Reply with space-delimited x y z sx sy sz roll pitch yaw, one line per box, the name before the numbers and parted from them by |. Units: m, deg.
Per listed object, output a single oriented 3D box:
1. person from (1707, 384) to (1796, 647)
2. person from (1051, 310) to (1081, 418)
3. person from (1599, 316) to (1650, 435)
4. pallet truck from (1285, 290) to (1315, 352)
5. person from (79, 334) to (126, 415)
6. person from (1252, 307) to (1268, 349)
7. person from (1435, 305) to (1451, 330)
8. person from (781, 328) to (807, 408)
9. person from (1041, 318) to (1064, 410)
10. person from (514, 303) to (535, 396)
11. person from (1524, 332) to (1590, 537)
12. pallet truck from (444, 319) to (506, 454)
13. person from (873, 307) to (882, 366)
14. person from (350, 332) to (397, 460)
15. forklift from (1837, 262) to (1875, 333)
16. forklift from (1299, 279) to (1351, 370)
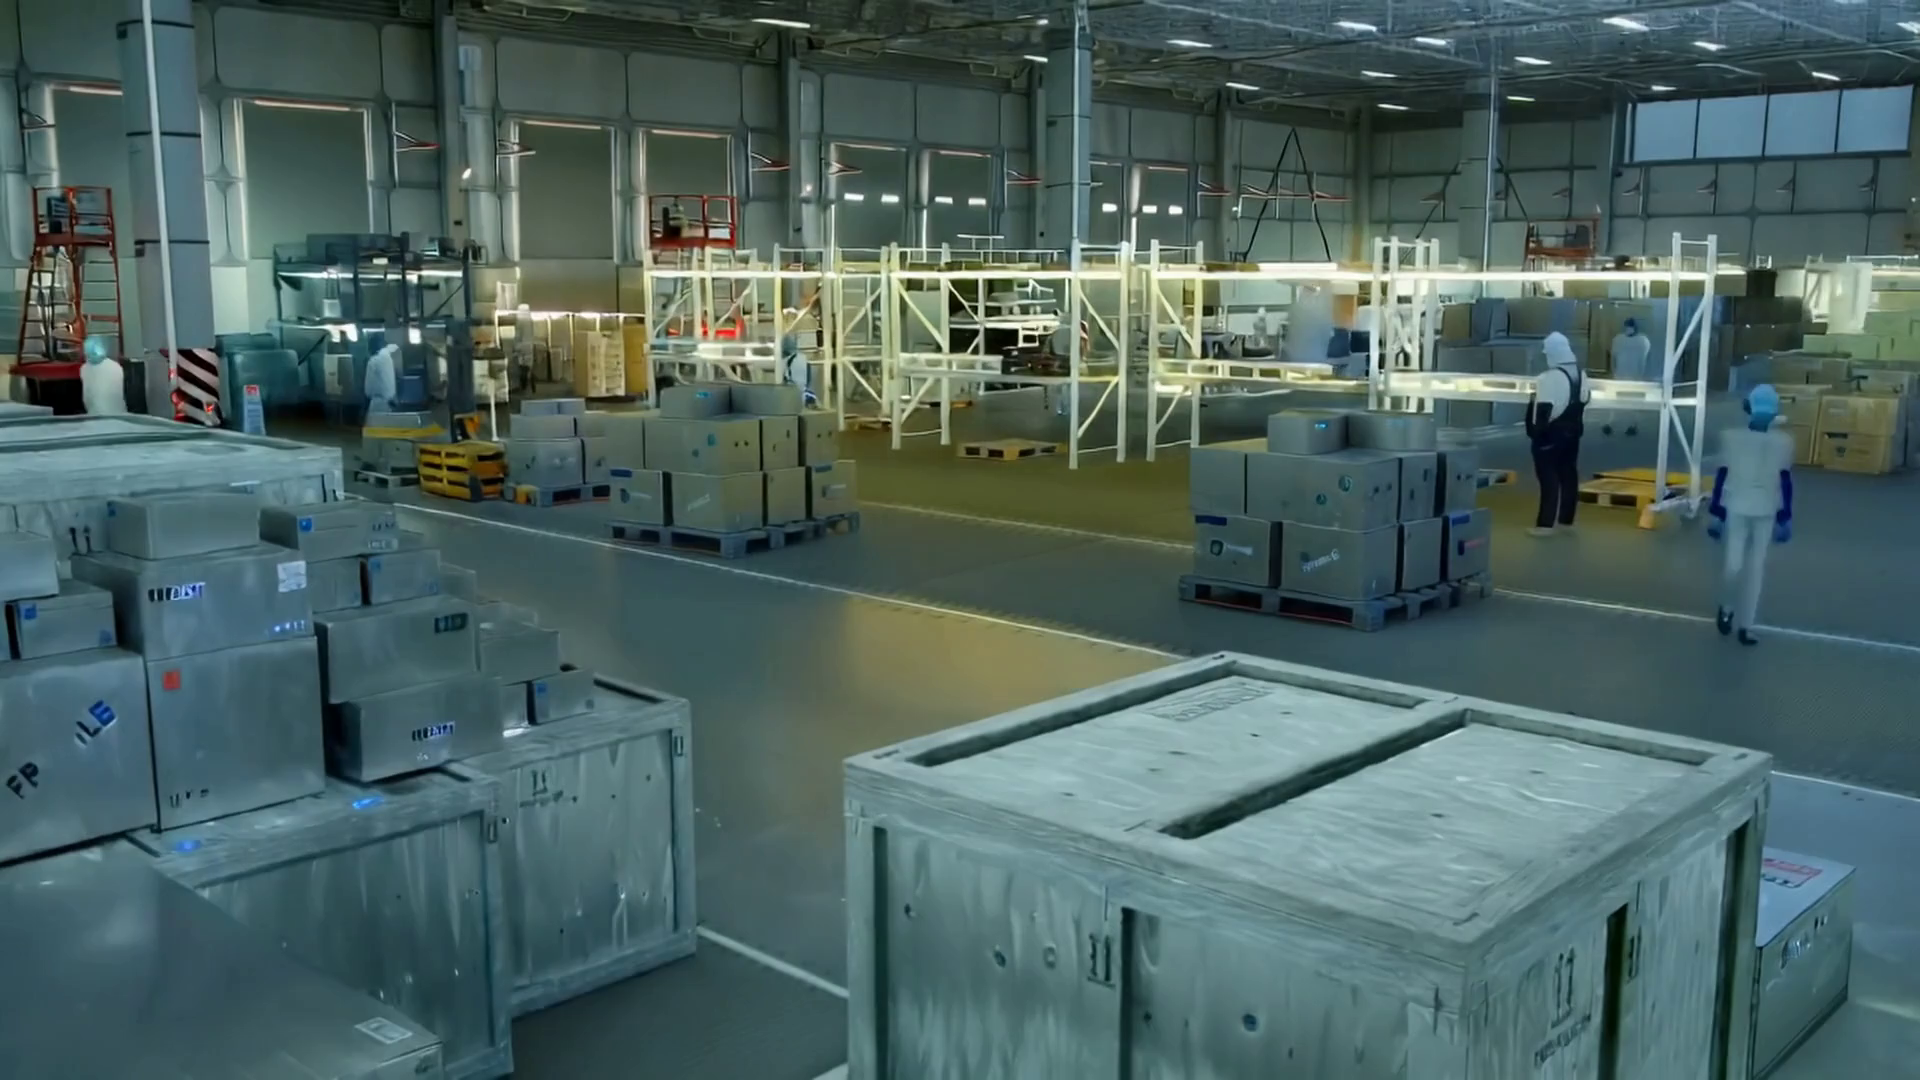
person | 5.589 -0.175 11.743 0.557 1.857 0.396 2 9 11
person | 1.903 -3.132 29.675 0.586 1.923 0.371 6 11 34
person | 10.612 -2.610 26.529 0.973 1.894 0.649 -8 12 -40
pallet truck | 11.297 -6.951 52.861 1.885 1.965 0.823 -5 11 -29
person | -9.886 -1.432 19.301 0.637 1.913 0.847 3 10 18
person | 7.576 -5.025 41.973 0.532 1.697 0.322 -9 13 -43
person | 10.271 -4.011 35.148 0.660 1.889 0.987 7 11 36
person | -2.196 -1.866 22.032 0.338 1.882 0.583 -2 10 -14
person | 1.765 -3.317 31.385 0.485 1.736 0.321 -2 9 -11
person | -9.109 -3.963 34.725 0.362 1.938 0.545 5 10 27
person | 5.901 -1.055 16.583 0.683 2.000 0.536 -6 11 -32
pallet truck | -6.981 -1.942 22.150 1.885 1.965 0.823 1 9 9
person | -2.156 -5.394 44.444 0.323 1.631 0.523 0 9 -2
person | -8.028 -2.015 23.257 0.962 1.789 0.632 -4 10 -22
forklift | 22.846 -5.696 42.468 1.129 2.768 1.873 -6 11 -32
forklift | 9.407 -5.936 43.940 1.873 2.768 1.129 -8 12 -39
